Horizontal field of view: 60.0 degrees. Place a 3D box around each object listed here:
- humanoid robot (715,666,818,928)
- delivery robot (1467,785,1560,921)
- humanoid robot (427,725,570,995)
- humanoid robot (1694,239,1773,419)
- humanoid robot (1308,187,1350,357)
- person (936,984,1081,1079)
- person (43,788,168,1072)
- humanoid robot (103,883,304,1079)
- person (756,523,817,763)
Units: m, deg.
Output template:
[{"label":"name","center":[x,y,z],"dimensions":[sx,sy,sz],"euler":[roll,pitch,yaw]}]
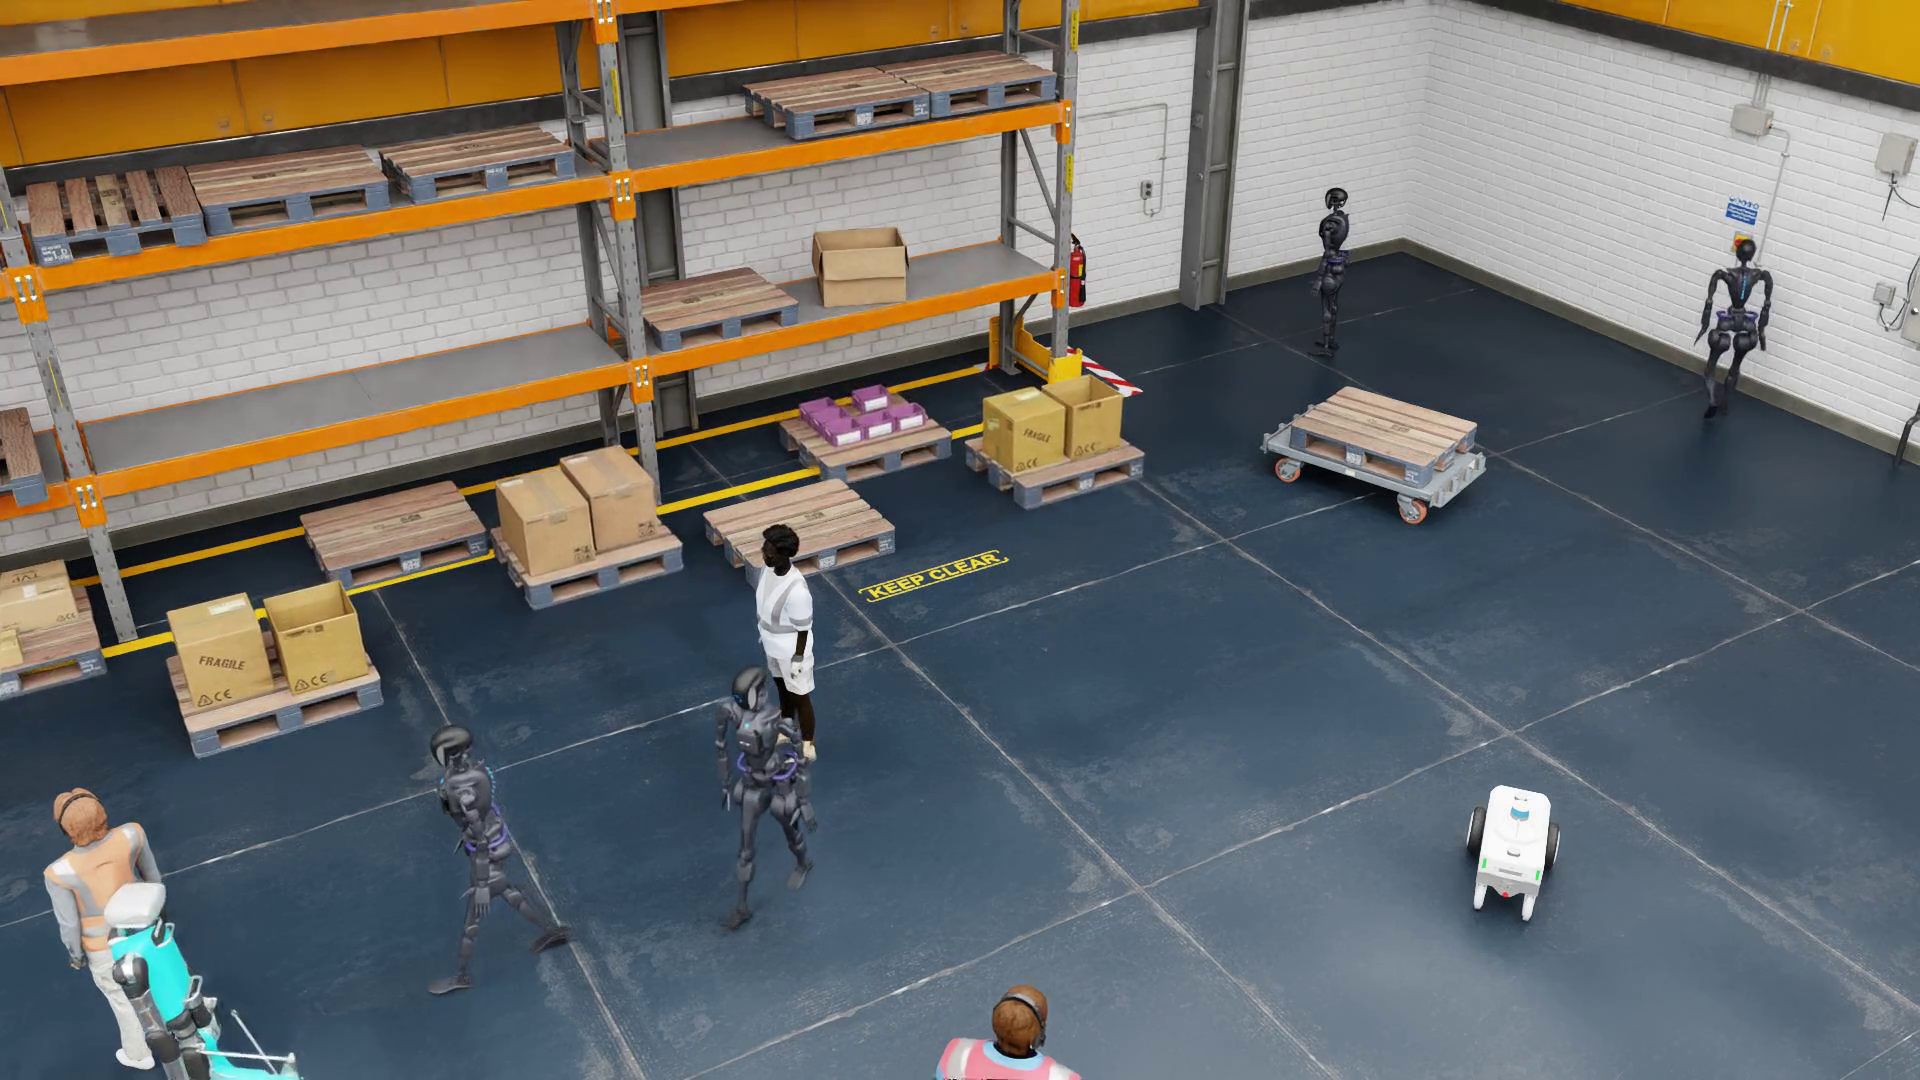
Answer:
[{"label":"humanoid robot","center":[-1.064,1.377,9.150],"dimensions":[0.615,1.625,0.773],"euler":[11,31,19]},{"label":"delivery robot","center":[3.189,1.759,9.590],"dimensions":[0.499,0.614,0.808],"euler":[10,31,18]},{"label":"humanoid robot","center":[-2.514,1.627,8.713],"dimensions":[0.793,1.626,0.609],"euler":[-12,32,-21]},{"label":"humanoid robot","center":[6.926,-1.856,14.834],"dimensions":[0.603,1.637,0.539],"euler":[6,30,10]},{"label":"humanoid robot","center":[3.590,-2.605,16.140],"dimensions":[0.315,1.657,0.599],"euler":[14,32,23]},{"label":"person","center":[0.221,2.563,6.855],"dimensions":[0.628,1.836,0.432],"euler":[10,31,17]},{"label":"person","center":[-4.138,1.917,8.185],"dimensions":[0.306,1.639,0.523],"euler":[19,35,30]},{"label":"humanoid robot","center":[-3.307,2.263,7.496],"dimensions":[1.005,1.754,0.572],"euler":[-7,30,-12]},{"label":"person","center":[-1.092,0.653,10.364],"dimensions":[0.318,1.698,0.534],"euler":[-18,34,-28]}]
